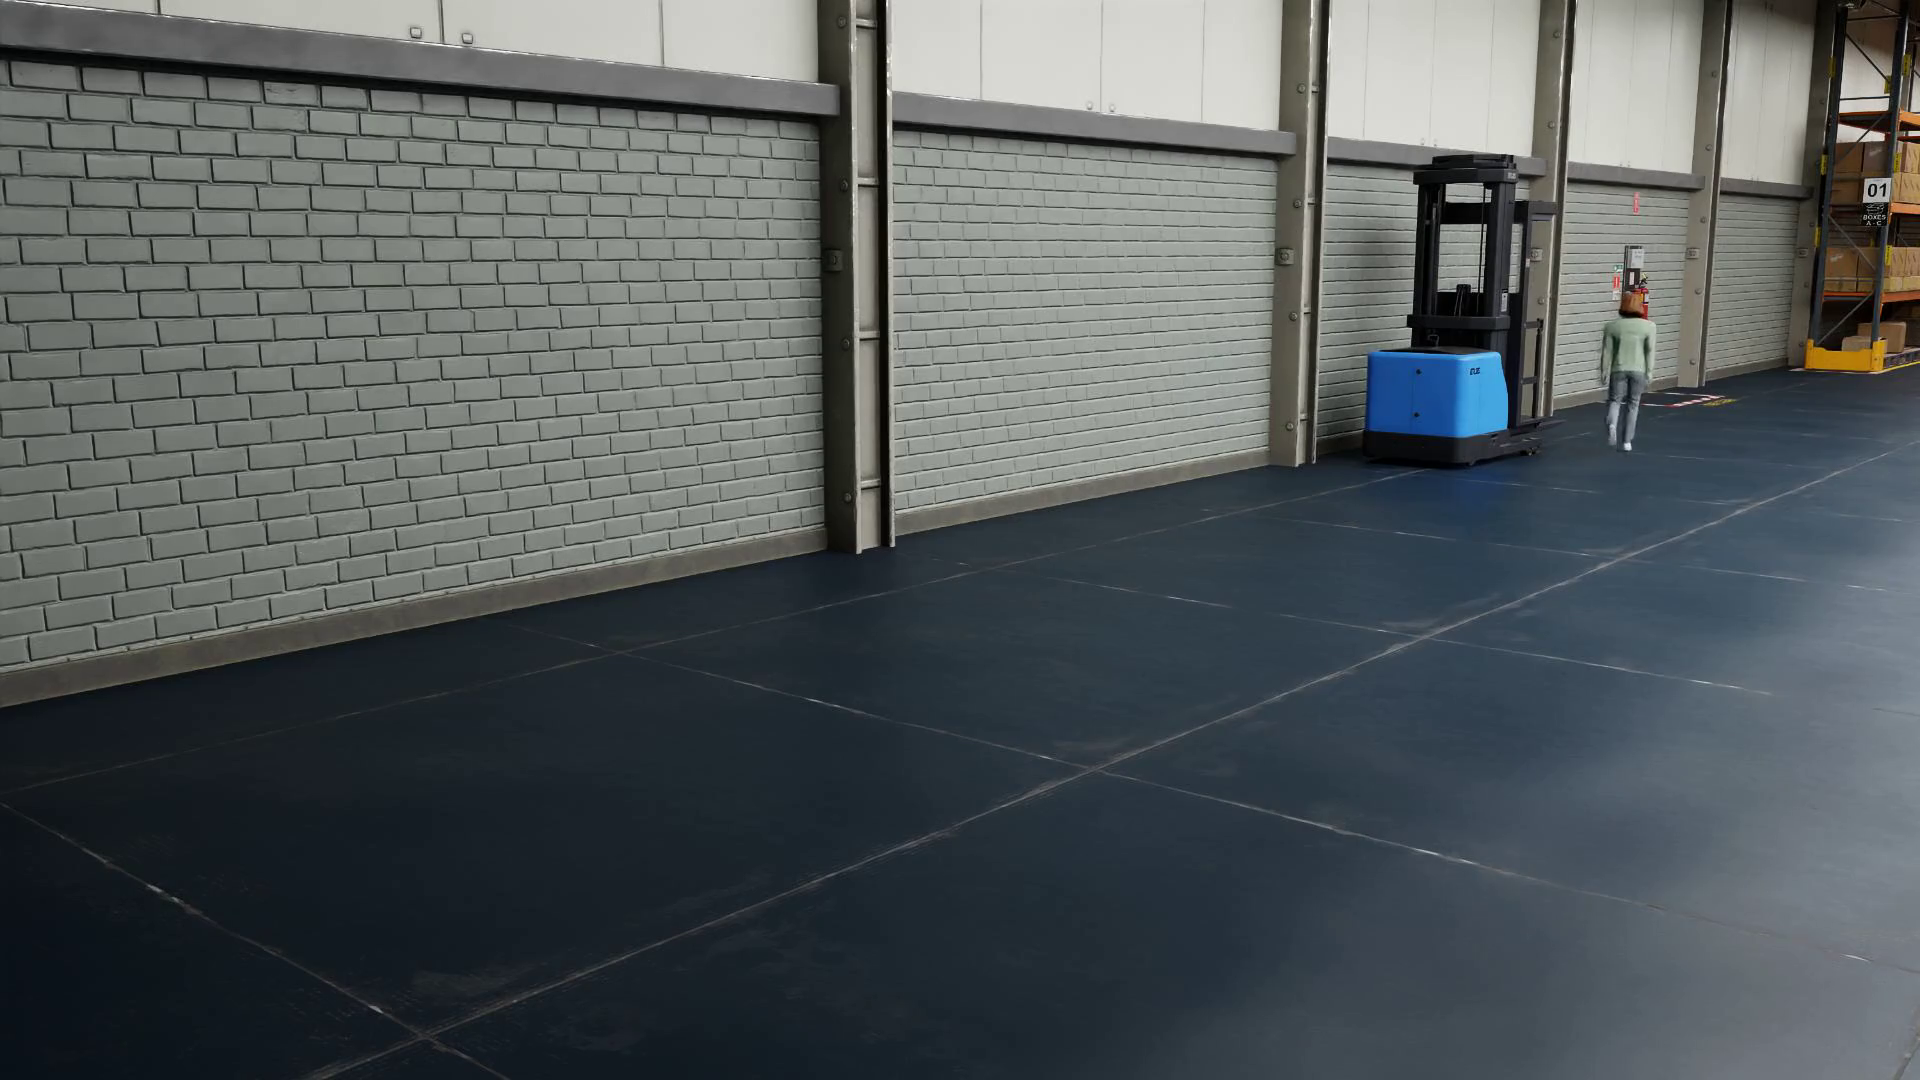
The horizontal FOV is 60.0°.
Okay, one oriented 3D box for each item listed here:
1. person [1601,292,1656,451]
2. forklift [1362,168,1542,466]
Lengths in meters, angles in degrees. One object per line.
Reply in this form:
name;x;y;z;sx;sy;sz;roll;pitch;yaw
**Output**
person;6.737;-1.690;16.798;0.504;1.618;0.565;5;11;25
forklift;4.875;-2.212;16.287;1.129;2.768;1.873;8;13;40
